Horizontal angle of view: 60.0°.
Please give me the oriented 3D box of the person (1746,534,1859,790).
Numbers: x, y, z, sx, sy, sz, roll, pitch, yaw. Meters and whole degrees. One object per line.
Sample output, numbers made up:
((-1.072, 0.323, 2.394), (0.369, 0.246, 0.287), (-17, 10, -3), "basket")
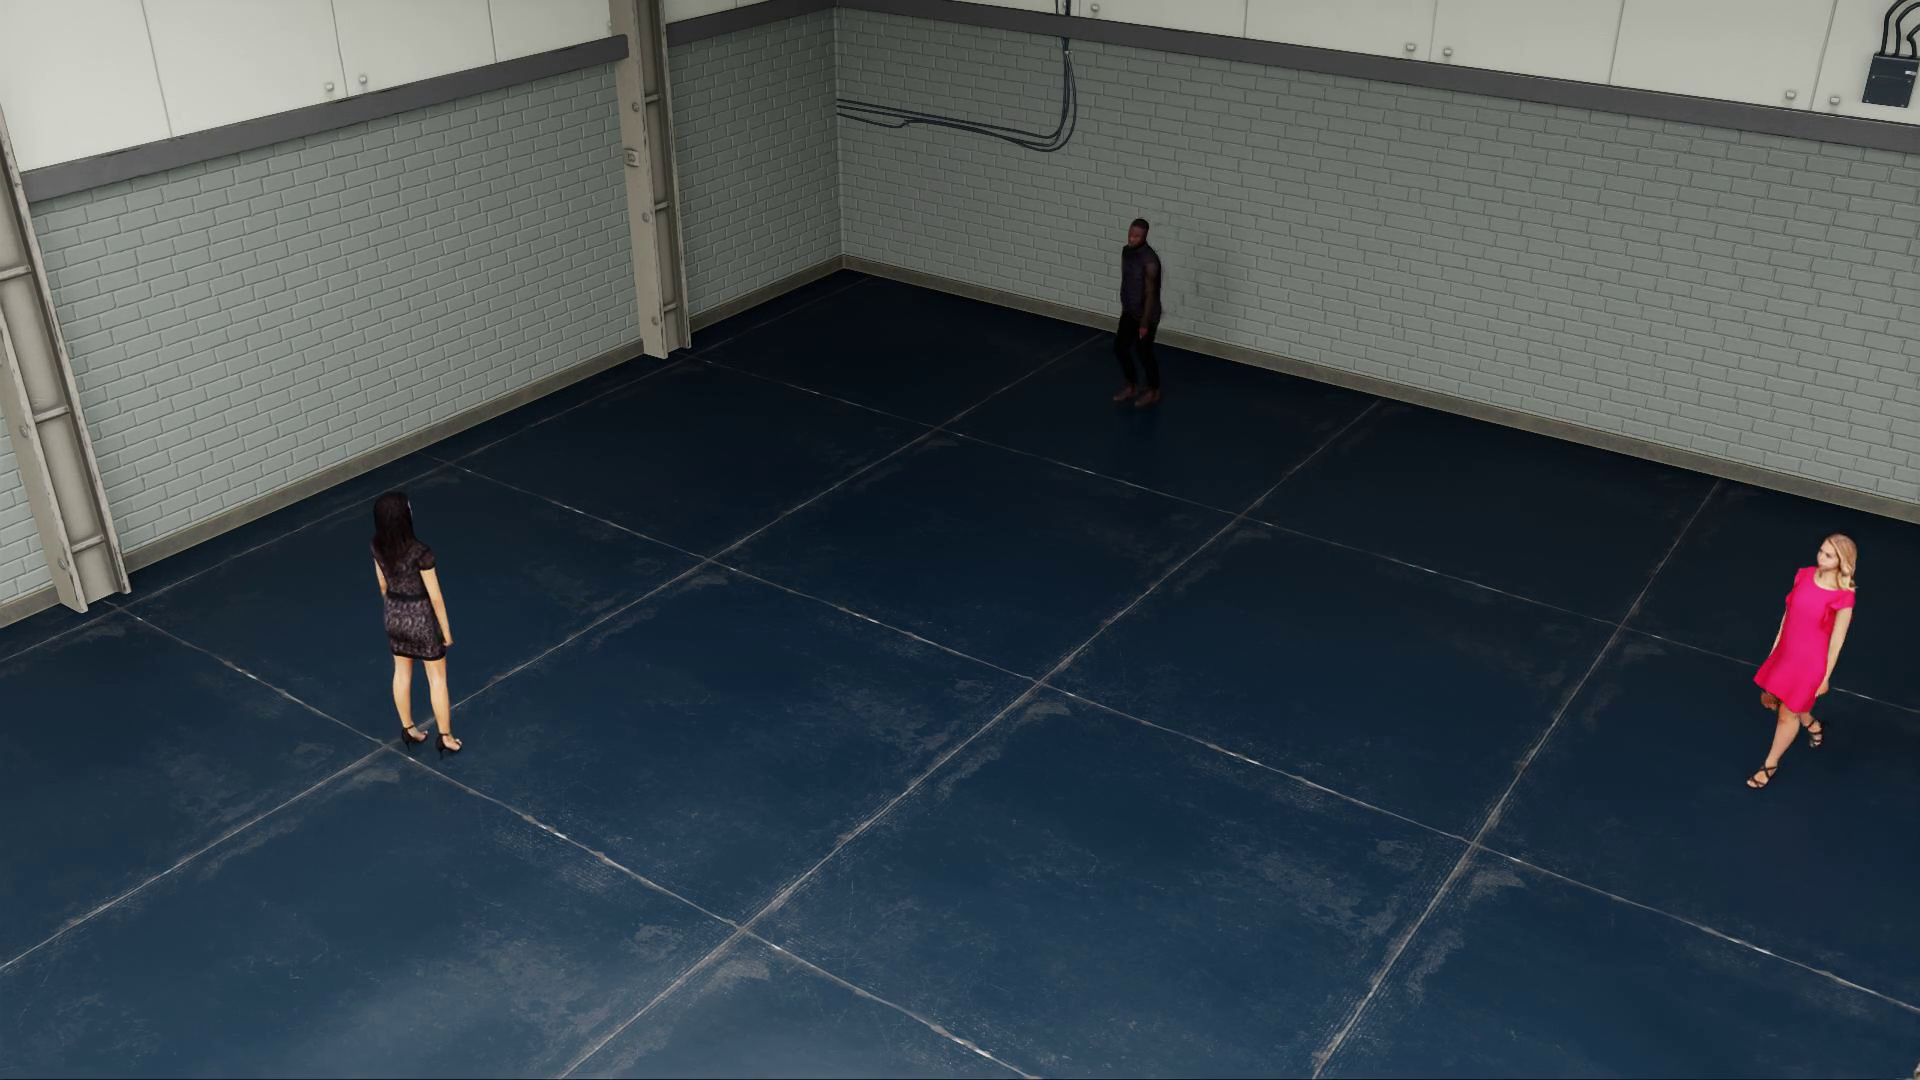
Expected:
((5.057, 0.704, 9.855), (0.940, 1.714, 0.846), (-9, 29, -16), "person")

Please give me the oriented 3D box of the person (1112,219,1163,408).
((1.663, -2.028, 14.895), (0.881, 1.798, 0.853), (-10, 30, -18), "person")

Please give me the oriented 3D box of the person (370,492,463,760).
((-3.335, 0.524, 10.114), (0.628, 1.789, 0.587), (9, 29, 16), "person")
